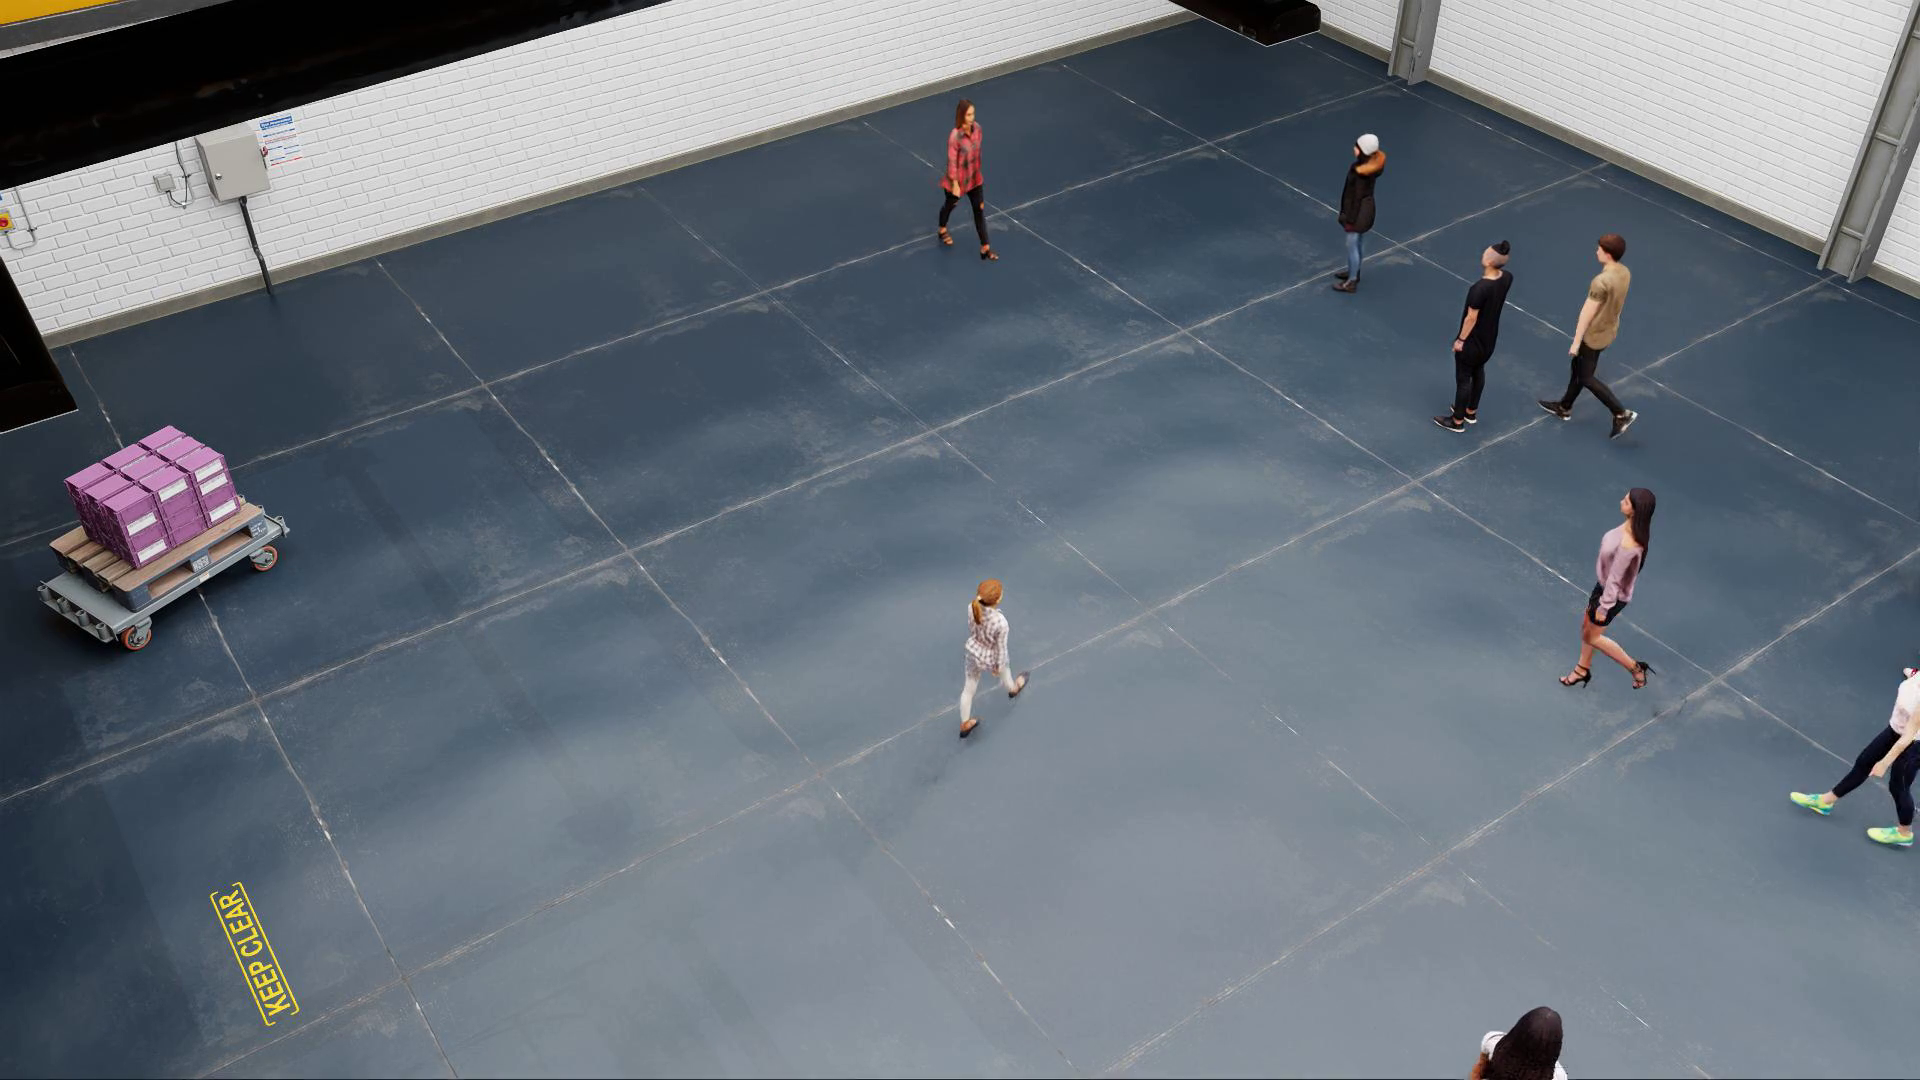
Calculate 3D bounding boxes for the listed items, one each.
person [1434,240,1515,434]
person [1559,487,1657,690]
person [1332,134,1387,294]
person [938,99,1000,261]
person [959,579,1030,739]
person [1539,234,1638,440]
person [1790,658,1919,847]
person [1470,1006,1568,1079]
[{"bbox_3d":[4.477,-1.783,14.369,0.714,1.864,0.631,-31,48,-33],"label":"person"},{"bbox_3d":[4.653,0.420,11.661,0.966,1.800,0.864,15,41,18],"label":"person"},{"bbox_3d":[3.928,-3.223,16.358,0.768,1.631,0.731,13,40,15],"label":"person"},{"bbox_3d":[-0.024,-3.680,16.914,0.711,1.653,1.119,-29,47,-31],"label":"person"},{"bbox_3d":[0.129,0.843,11.560,0.944,1.266,0.791,24,44,27],"label":"person"},{"bbox_3d":[5.572,-1.733,14.337,1.168,1.826,0.837,29,47,31],"label":"person"},{"bbox_3d":[6.111,1.339,10.614,1.103,1.672,0.939,16,41,19],"label":"person"},{"bbox_3d":[2.728,3.008,8.456,1.043,1.757,0.936,20,43,24],"label":"person"}]
